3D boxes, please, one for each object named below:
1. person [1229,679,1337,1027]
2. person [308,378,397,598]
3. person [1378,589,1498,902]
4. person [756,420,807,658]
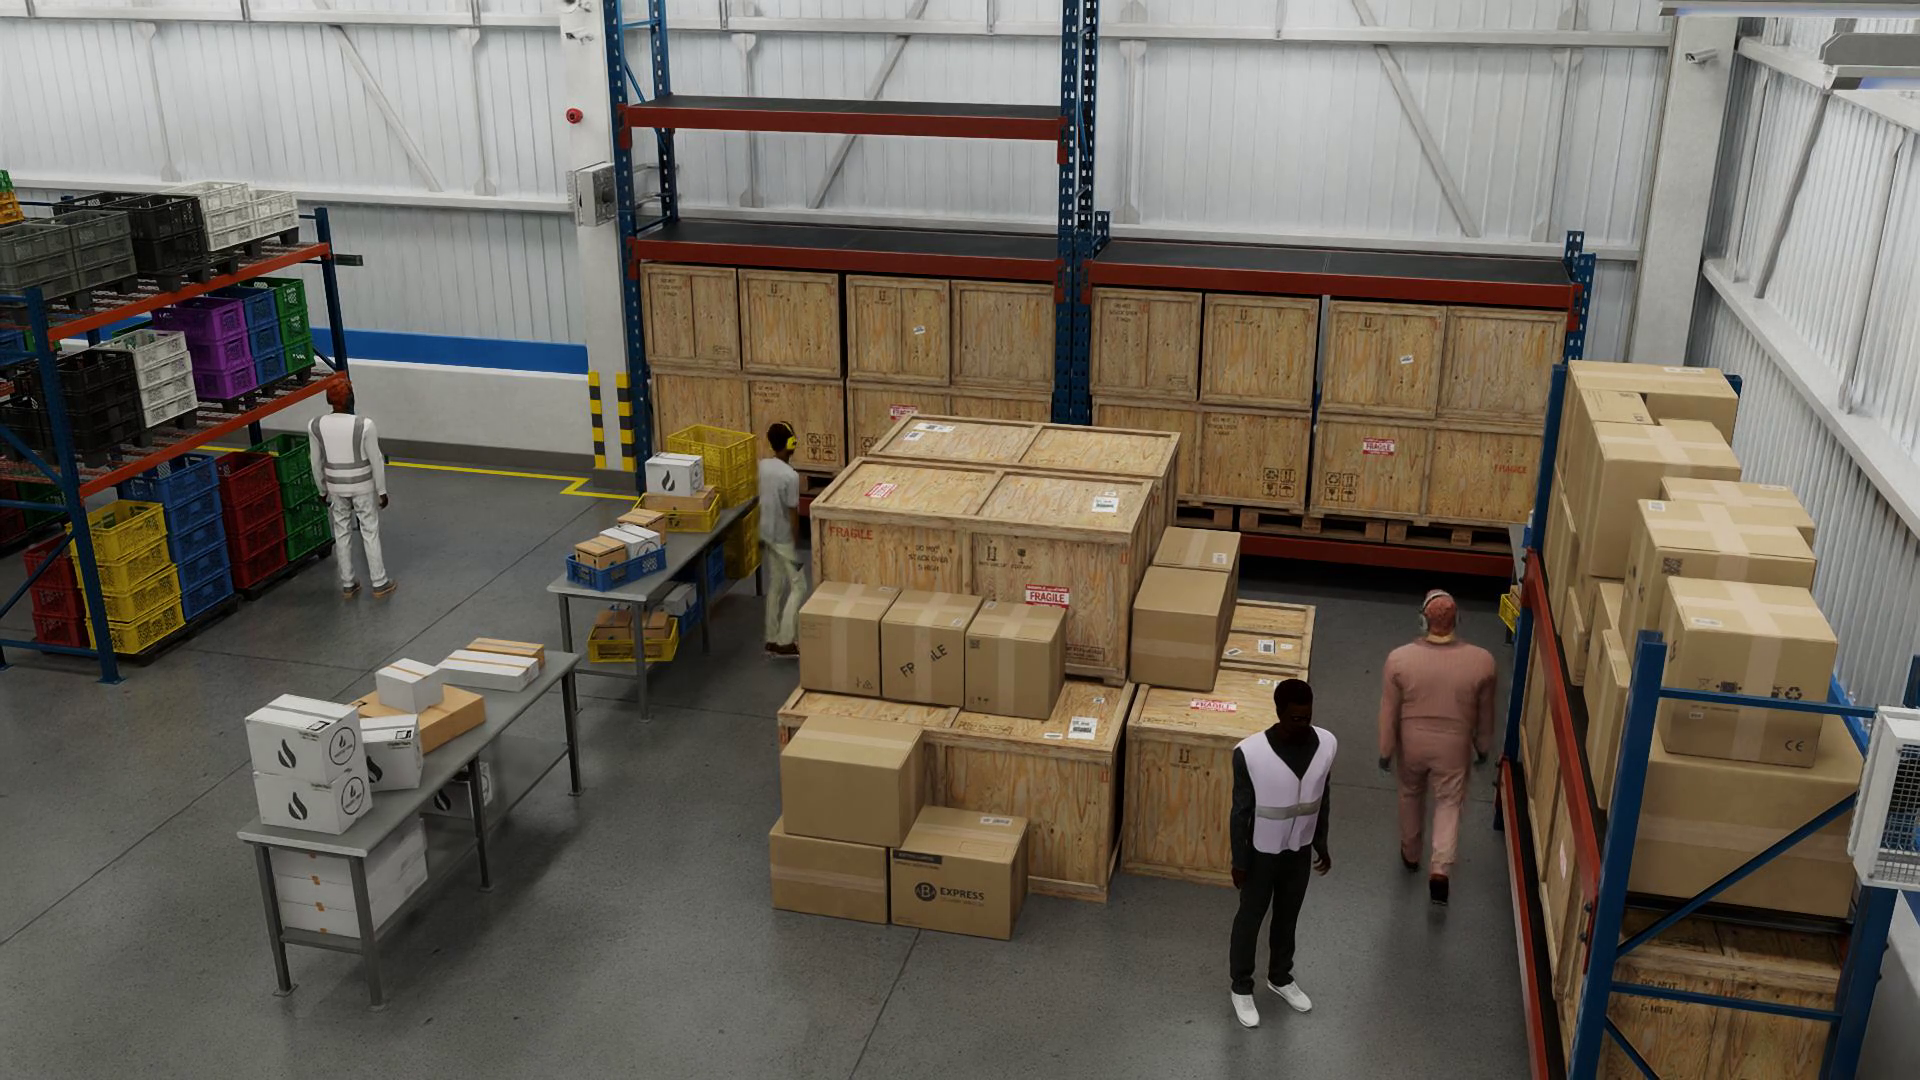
[{"bbox_3d":[1.647,1.581,8.584,0.589,1.917,0.393,-9,23,-21],"label":"person"},{"bbox_3d":[-5.074,-0.425,13.877,0.584,1.882,0.337,0,21,1],"label":"person"},{"bbox_3d":[2.755,1.186,9.679,0.650,1.869,0.750,6,22,16],"label":"person"},{"bbox_3d":[-1.395,-0.010,12.870,0.445,1.837,0.562,-19,28,-41],"label":"person"}]
